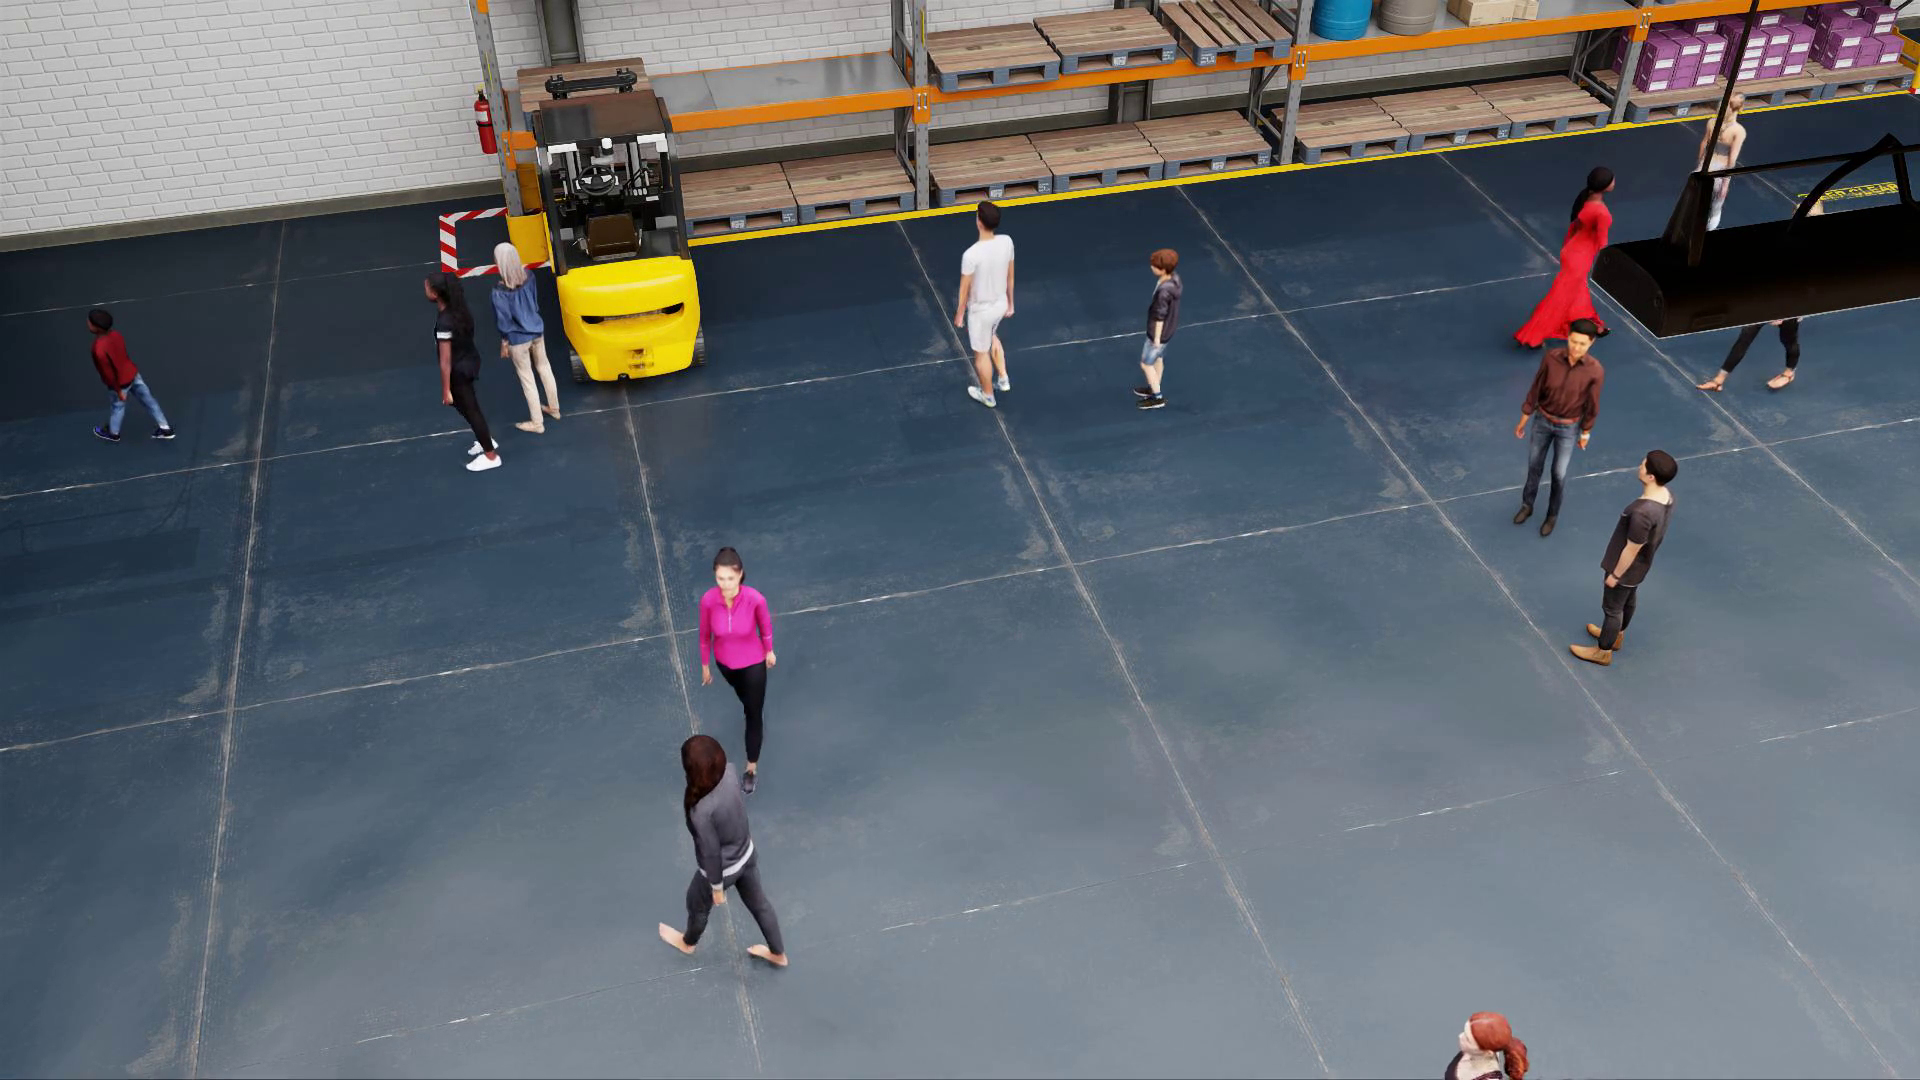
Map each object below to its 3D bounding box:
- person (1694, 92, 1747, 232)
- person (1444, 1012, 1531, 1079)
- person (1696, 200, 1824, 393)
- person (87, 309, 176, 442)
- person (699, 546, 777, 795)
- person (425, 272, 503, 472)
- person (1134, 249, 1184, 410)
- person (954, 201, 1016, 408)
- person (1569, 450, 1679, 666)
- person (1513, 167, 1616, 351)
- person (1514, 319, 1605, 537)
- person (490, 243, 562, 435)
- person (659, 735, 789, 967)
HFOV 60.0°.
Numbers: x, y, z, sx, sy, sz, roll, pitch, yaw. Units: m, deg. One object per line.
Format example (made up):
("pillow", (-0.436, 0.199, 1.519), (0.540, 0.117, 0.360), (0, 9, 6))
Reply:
("person", (7.005, -3.368, 15.646), (1.189, 1.660, 0.897), (-26, 46, -29))
("person", (2.400, 2.832, 7.810), (1.175, 1.761, 0.758), (0, 39, 0))
("person", (6.911, -1.975, 13.815), (1.192, 1.770, 0.681), (-13, 40, -16))
("person", (-6.691, -1.299, 13.401), (0.937, 1.230, 0.744), (7, 39, 8))
("person", (-1.383, 0.698, 10.561), (1.099, 1.664, 0.915), (3, 39, 4))
("person", (-3.827, -1.328, 13.040), (0.731, 1.725, 0.778), (-3, 39, -4))
("person", (1.694, -1.759, 13.803), (0.721, 1.446, 0.670), (14, 41, 17))
("person", (0.275, -1.874, 13.628), (0.789, 1.844, 0.876), (-31, 48, -33))
("person", (4.541, 0.119, 11.235), (0.770, 1.717, 0.672), (29, 47, 31))
("person", (5.231, -2.361, 14.336), (1.196, 1.732, 0.771), (-3, 39, -4))
("person", (4.473, -0.895, 12.458), (0.776, 1.775, 0.815), (24, 45, 27))
("person", (-3.526, -1.639, 13.461), (0.763, 1.697, 0.708), (18, 42, 21))
("person", (-1.203, 1.783, 9.139), (1.120, 1.732, 1.014), (16, 41, 19))
